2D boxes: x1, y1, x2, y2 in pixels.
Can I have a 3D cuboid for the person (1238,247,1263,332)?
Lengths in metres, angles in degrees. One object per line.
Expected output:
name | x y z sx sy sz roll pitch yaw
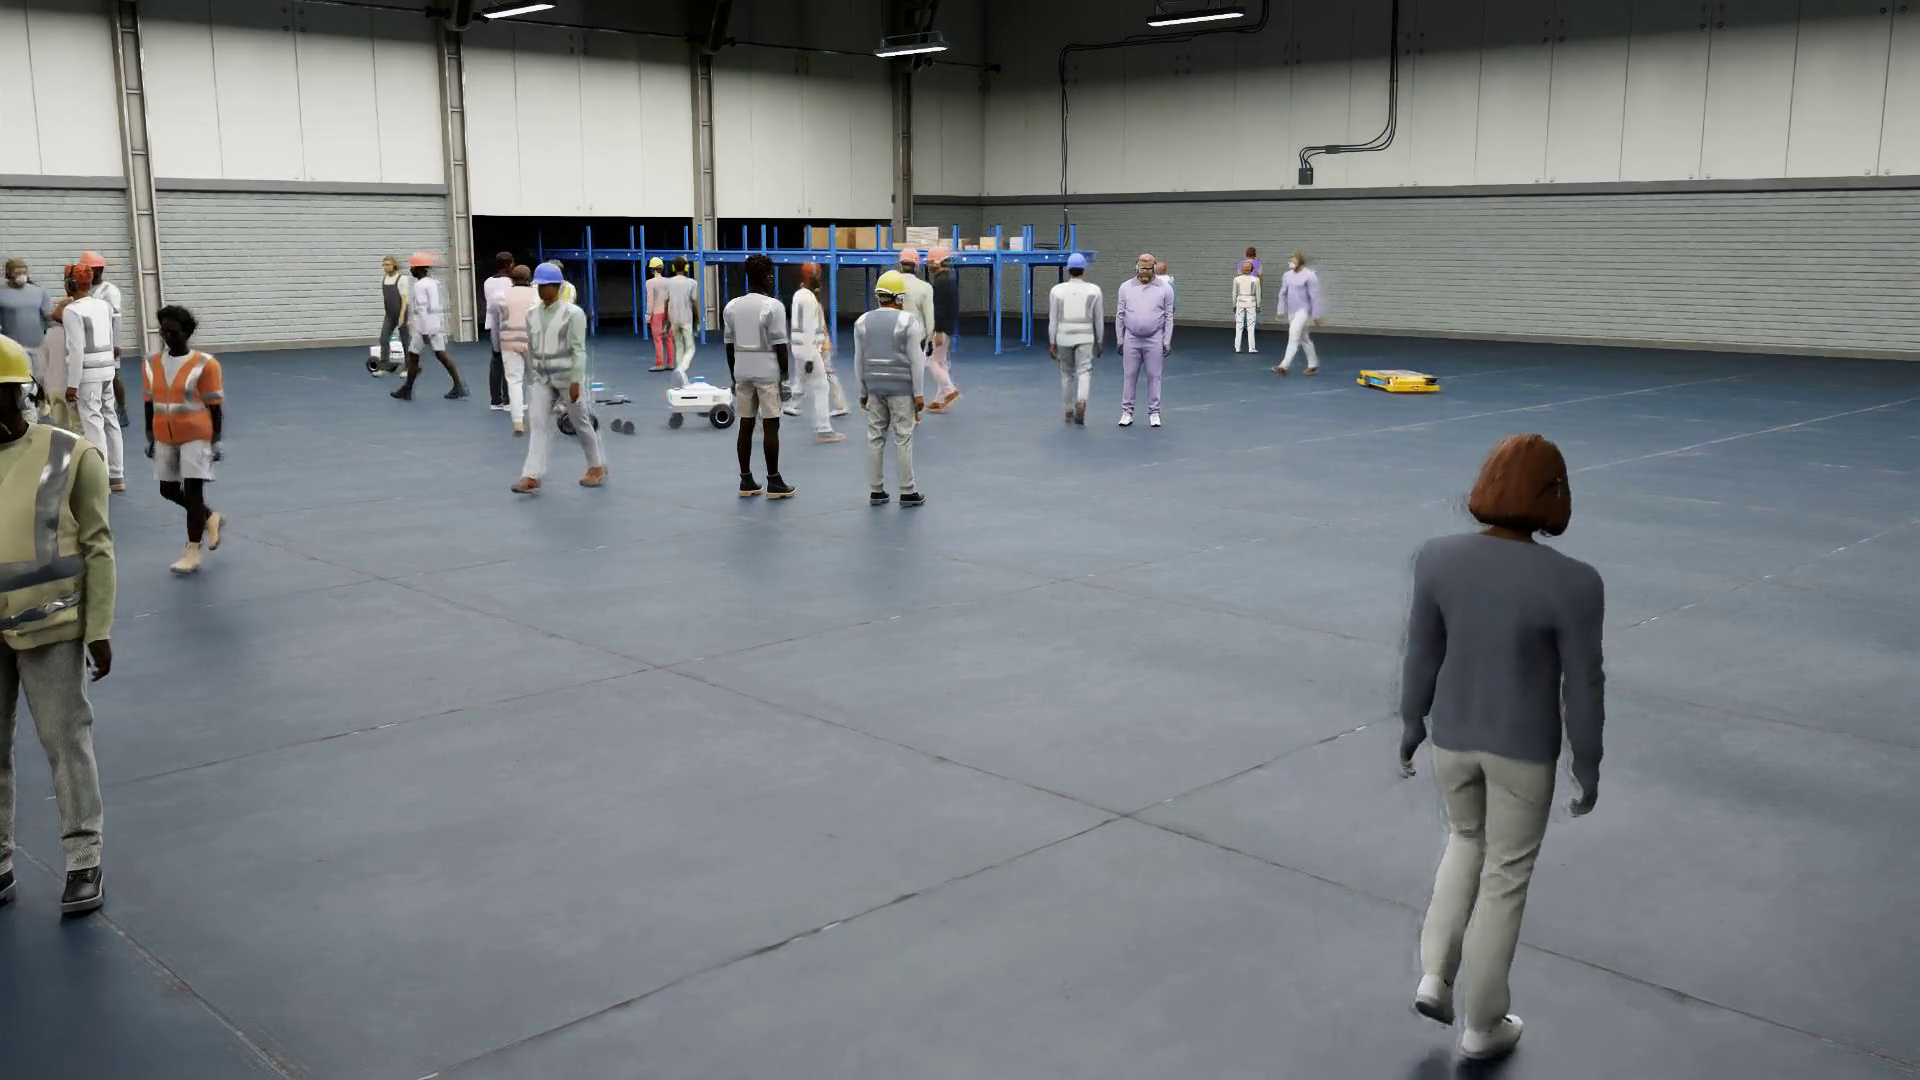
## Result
person | 6.386 -5.516 36.646 0.565 1.843 0.388 5 11 23

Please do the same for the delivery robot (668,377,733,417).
delivery robot | -2.888 -1.572 18.517 0.707 0.478 0.477 -1 11 -8

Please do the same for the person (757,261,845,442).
person | -1.638 -1.926 17.057 0.831 1.853 0.595 -4 11 -20

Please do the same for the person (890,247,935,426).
person | -0.586 -2.256 18.506 0.642 1.975 0.522 2 11 12

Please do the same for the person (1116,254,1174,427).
person | 2.044 -2.219 18.510 0.639 1.903 0.409 2 11 11

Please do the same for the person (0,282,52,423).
person | -10.612 -2.181 18.985 0.550 1.658 0.838 0 10 -3

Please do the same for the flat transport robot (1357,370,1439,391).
flat transport robot | 6.066 -2.219 23.074 0.652 0.197 1.431 -1 10 -6

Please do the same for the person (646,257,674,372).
person | -4.711 -3.521 25.976 0.331 1.768 0.526 7 13 35

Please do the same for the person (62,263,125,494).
person | -7.136 -1.318 13.648 0.355 1.883 0.572 1 10 4

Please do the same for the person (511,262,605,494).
person | -3.338 -1.349 13.808 0.628 1.892 1.046 4 11 22

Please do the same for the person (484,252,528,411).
person | -5.542 -2.531 20.187 0.585 1.912 0.375 8 13 38

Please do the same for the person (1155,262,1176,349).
person | 3.695 -4.308 30.632 0.553 1.621 0.382 2 11 10

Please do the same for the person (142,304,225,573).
person | -4.906 -0.663 10.597 0.541 1.680 0.628 2 11 9

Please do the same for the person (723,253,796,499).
person | -1.622 -1.328 13.473 0.604 1.966 0.367 6 12 29

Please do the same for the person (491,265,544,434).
person | -4.729 -2.060 17.952 0.630 1.800 0.956 -2 11 -13

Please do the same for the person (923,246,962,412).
person | -0.259 -2.513 19.889 0.425 1.982 0.656 1 10 6

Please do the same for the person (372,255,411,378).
person | -8.413 -3.286 24.586 0.515 1.811 0.840 4 11 20

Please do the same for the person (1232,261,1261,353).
person | 5.156 -4.186 29.946 0.524 1.639 0.306 5 11 25

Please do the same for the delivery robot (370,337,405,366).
delivery robot | -8.720 -2.886 25.681 0.707 0.478 0.477 2 11 12

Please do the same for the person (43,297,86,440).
person | -7.497 -1.214 13.838 0.536 1.597 0.634 5 11 24

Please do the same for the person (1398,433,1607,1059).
person | 1.388 0.531 4.256 0.341 1.619 0.530 -10 14 -43

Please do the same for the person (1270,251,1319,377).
person | 5.079 -3.396 25.017 1.072 1.879 0.618 -6 12 -29

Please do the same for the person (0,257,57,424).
person | -9.915 -2.042 17.585 1.026 1.891 0.627 7 13 34

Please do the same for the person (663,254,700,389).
person | -3.834 -2.981 22.804 0.527 1.853 0.634 2 11 9

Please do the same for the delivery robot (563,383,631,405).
delivery robot | -3.874 -1.561 17.744 0.698 0.223 0.335 -8 13 -36

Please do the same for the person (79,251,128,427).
person | -9.510 -2.214 18.382 0.550 1.935 0.368 5 11 24

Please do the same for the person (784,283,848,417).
person | -1.703 -2.194 19.237 0.851 1.574 0.562 -4 11 -21

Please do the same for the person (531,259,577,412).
person | -4.860 -2.459 20.029 0.630 1.825 0.440 -8 13 -36

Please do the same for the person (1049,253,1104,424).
person | 1.298 -2.245 18.615 0.621 1.924 0.833 1 10 6

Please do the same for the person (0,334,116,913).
person | -2.936 0.264 5.155 0.586 1.833 0.403 -2 11 -10

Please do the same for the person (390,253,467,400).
person | -6.866 -2.747 21.429 1.018 1.889 0.560 1 10 7

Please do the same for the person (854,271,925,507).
person | -0.535 -1.190 13.078 0.587 1.835 0.404 5 12 27
